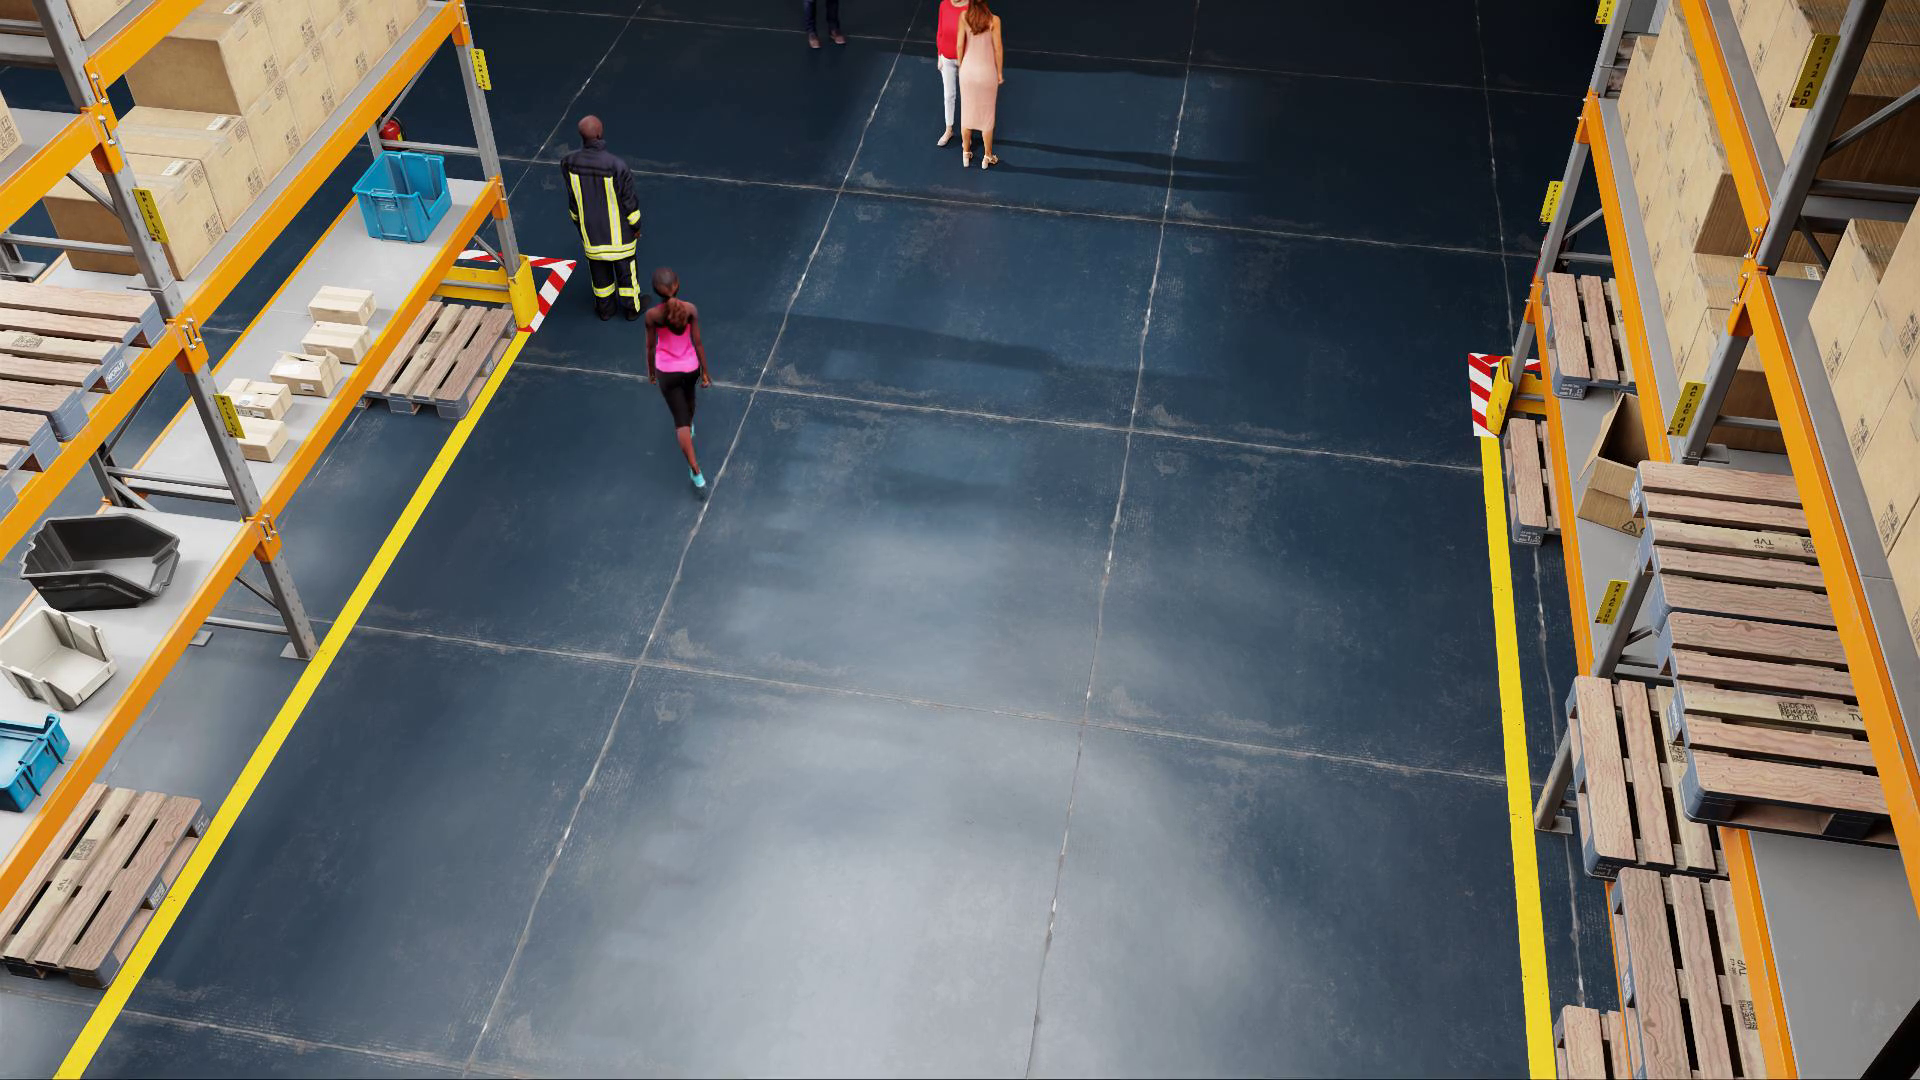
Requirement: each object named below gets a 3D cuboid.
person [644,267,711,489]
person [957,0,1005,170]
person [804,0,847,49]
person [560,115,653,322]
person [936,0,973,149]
[{"bbox_3d":[-2.021,-1.147,12.017,0.968,1.677,1.206,-14,45,-14],"label":"person"},{"bbox_3d":[0.170,-4.236,15.146,0.613,1.832,0.557,14,45,14],"label":"person"},{"bbox_3d":[-1.441,-5.934,16.922,0.862,1.841,0.879,-17,46,-17],"label":"person"},{"bbox_3d":[-2.865,-2.599,13.436,0.727,1.821,0.634,7,44,7],"label":"person"},{"bbox_3d":[-0.016,-4.473,15.495,0.548,1.694,0.544,9,44,9],"label":"person"}]
